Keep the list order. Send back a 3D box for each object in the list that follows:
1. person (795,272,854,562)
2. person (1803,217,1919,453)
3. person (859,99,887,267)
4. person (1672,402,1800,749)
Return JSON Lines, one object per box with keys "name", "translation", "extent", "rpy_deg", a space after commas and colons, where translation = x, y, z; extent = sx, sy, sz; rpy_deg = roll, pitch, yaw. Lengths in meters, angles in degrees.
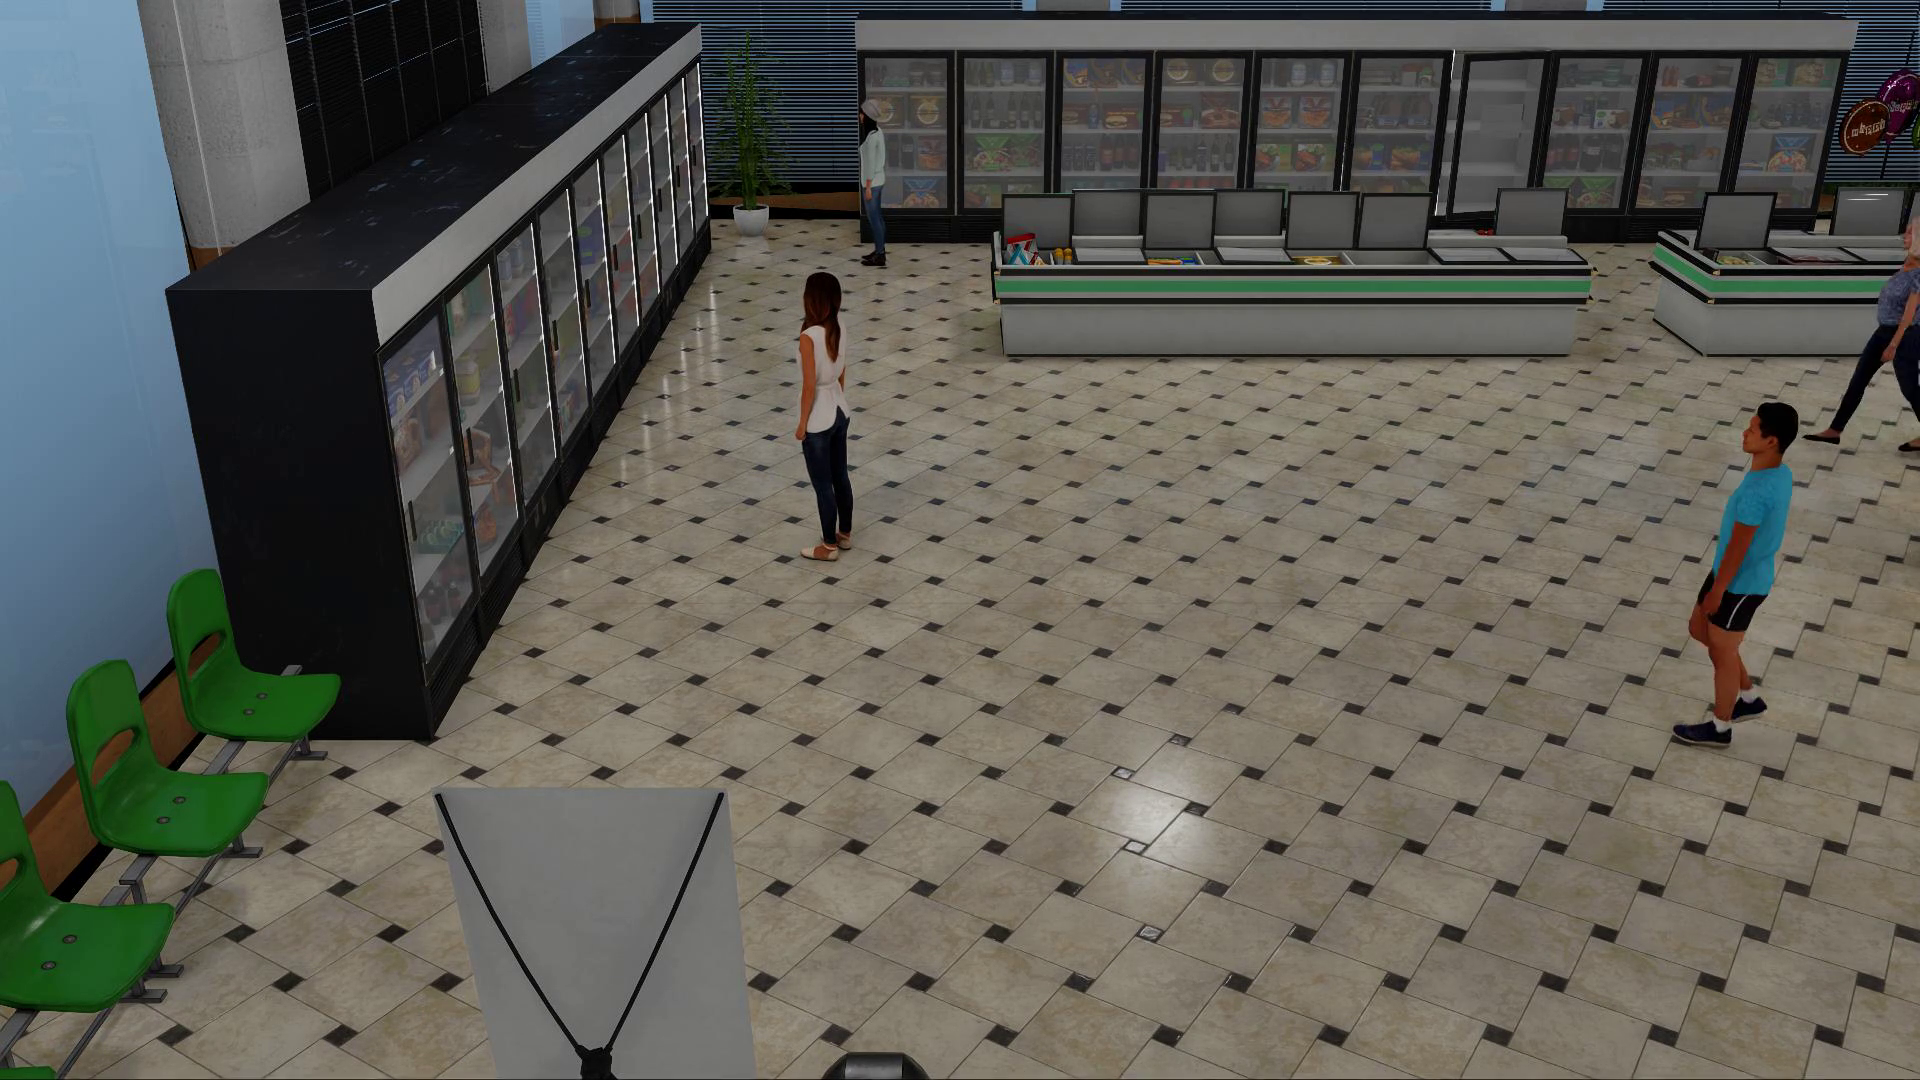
{"name": "person", "translation": [-0.802, -0.734, 10.019], "extent": [0.685, 1.782, 0.676], "rpy_deg": [13, 27, 27]}
{"name": "person", "translation": [6.658, -1.385, 11.633], "extent": [1.143, 1.682, 0.725], "rpy_deg": [4, 24, 10]}
{"name": "person", "translation": [-0.874, -3.607, 16.753], "extent": [0.524, 1.647, 0.577], "rpy_deg": [3, 24, 6]}
{"name": "person", "translation": [3.783, 0.219, 7.867], "extent": [0.801, 1.762, 0.757], "rpy_deg": [12, 26, 25]}
